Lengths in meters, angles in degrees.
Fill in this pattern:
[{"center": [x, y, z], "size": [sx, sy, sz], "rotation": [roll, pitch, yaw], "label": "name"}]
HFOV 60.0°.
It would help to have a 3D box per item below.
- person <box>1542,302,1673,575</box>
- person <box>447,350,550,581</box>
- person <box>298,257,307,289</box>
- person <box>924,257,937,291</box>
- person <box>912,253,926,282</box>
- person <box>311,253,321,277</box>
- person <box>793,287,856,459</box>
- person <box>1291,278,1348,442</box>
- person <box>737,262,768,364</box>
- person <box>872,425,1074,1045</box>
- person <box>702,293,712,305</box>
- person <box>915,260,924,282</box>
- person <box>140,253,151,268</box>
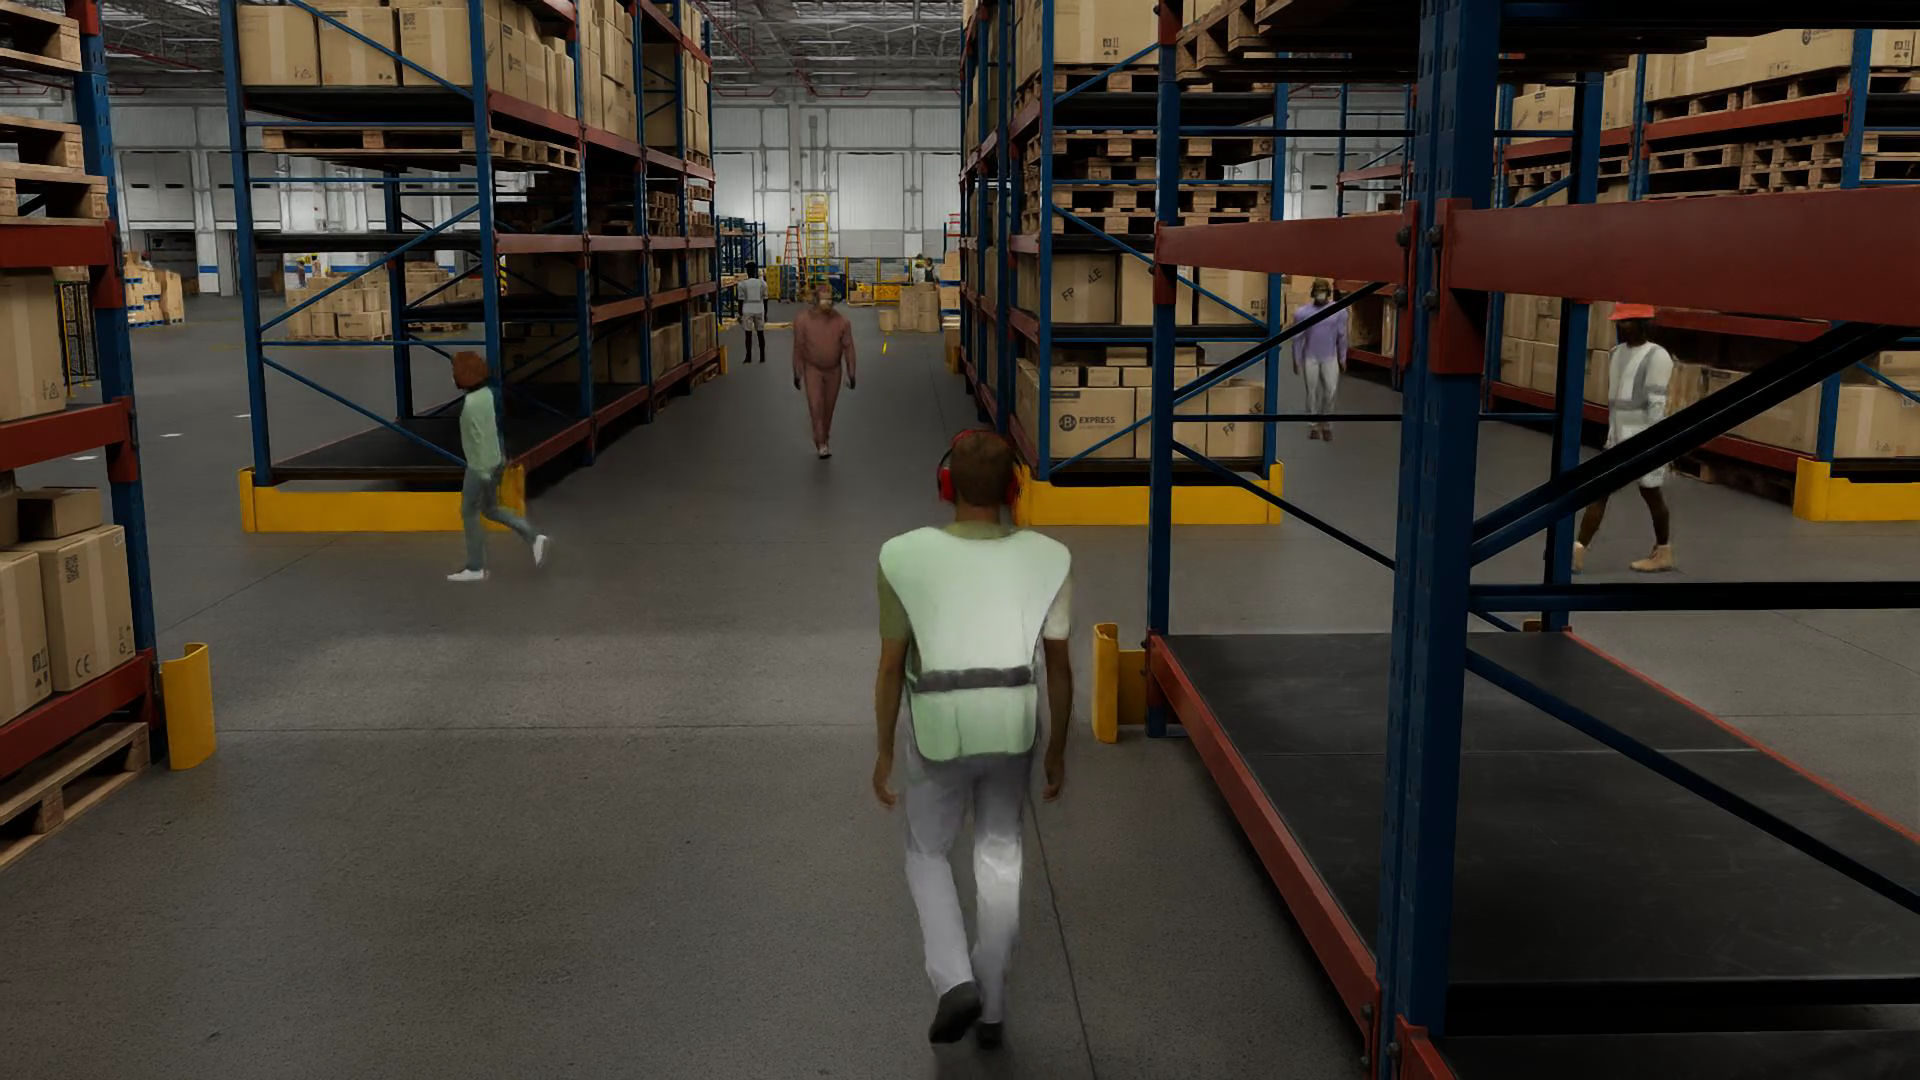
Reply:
[{"center": [4.638, -0.725, 11.638], "size": [1.031, 1.984, 0.630], "rotation": [-3, 11, -17], "label": "person"}, {"center": [-3.229, -0.508, 11.471], "size": [0.621, 1.608, 0.512], "rotation": [0, 10, -1], "label": "person"}, {"center": [-25.059, -9.907, 63.433], "size": [0.392, 1.758, 0.543], "rotation": [-1, 10, -7], "label": "person"}, {"center": [-0.969, -8.367, 54.642], "size": [0.520, 1.842, 0.344], "rotation": [8, 13, 38], "label": "person"}, {"center": [-1.409, -9.070, 58.276], "size": [0.632, 1.940, 0.372], "rotation": [8, 13, 37], "label": "person"}, {"center": [-26.073, -10.691, 67.334], "size": [0.382, 1.924, 0.594], "rotation": [1, 10, 7], "label": "person"}, {"center": [-1.476, -1.836, 18.229], "size": [0.665, 1.848, 1.013], "rotation": [-4, 11, -20], "label": "person"}, {"center": [4.214, -2.095, 19.501], "size": [0.652, 1.903, 0.879], "rotation": [2, 10, 8], "label": "person"}, {"center": [-3.983, -4.357, 31.960], "size": [0.603, 1.959, 0.379], "rotation": [-4, 11, -20], "label": "person"}, {"center": [0.041, 0.587, 4.778], "size": [0.587, 1.826, 0.451], "rotation": [-2, 10, -9], "label": "person"}, {"center": [-9.478, -9.569, 61.321], "size": [0.820, 1.850, 0.596], "rotation": [-3, 11, -16], "label": "person"}, {"center": [-1.475, -8.687, 56.749], "size": [0.723, 1.717, 0.502], "rotation": [6, 12, 28], "label": "person"}, {"center": [-33.164, -10.758, 67.841], "size": [1.005, 1.893, 0.548], "rotation": [2, 10, 13], "label": "person"}]
